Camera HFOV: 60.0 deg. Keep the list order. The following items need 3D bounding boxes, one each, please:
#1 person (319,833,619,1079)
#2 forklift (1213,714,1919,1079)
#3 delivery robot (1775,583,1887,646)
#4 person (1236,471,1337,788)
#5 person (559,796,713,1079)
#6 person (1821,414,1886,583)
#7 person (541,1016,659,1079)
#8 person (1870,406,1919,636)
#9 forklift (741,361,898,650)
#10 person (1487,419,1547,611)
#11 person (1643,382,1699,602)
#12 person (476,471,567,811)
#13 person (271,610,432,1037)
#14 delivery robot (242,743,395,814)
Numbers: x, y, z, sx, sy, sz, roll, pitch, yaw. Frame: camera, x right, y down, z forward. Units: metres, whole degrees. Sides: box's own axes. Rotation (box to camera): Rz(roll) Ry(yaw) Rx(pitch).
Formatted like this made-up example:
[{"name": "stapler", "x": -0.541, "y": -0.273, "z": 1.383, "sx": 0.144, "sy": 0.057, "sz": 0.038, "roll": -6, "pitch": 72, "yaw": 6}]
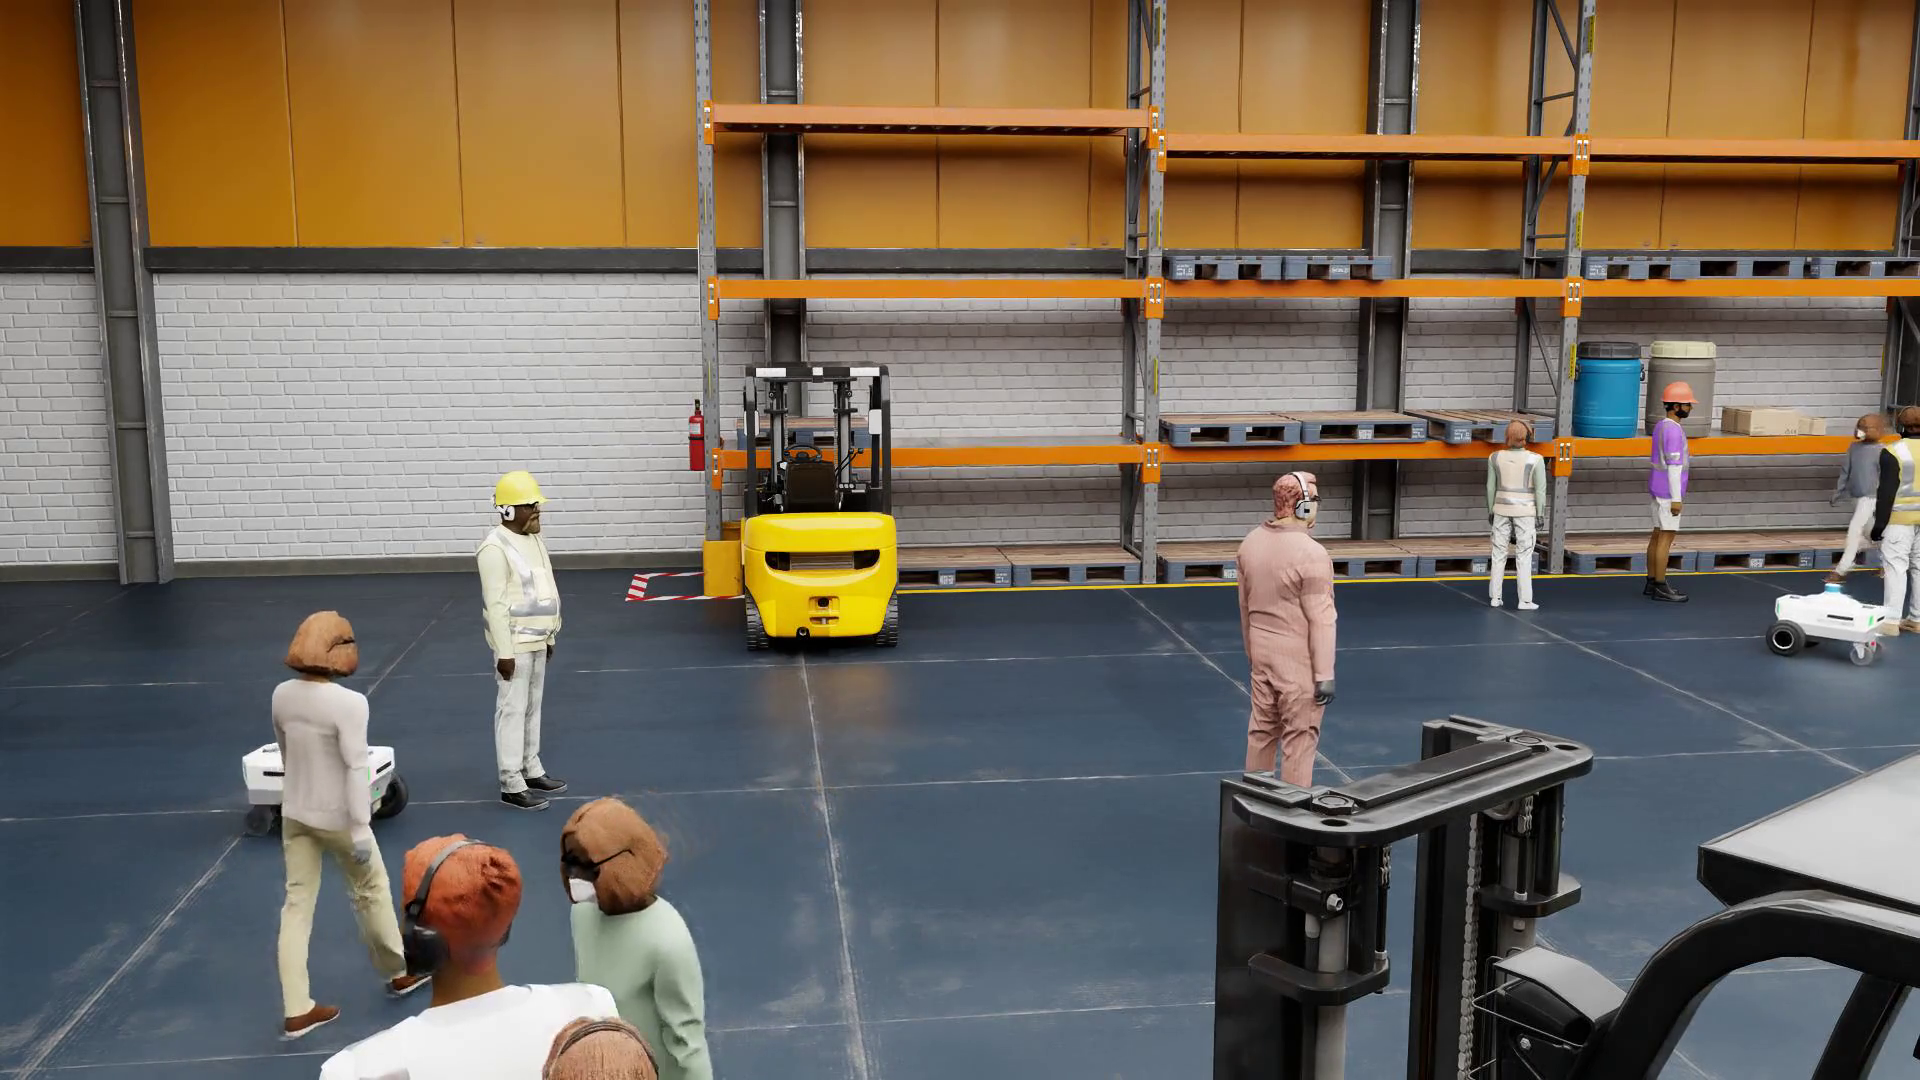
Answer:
[{"name": "person", "x": -0.886, "y": 1.460, "z": 3.101, "sx": 0.575, "sy": 1.883, "sz": 0.355, "roll": -7, "pitch": 12, "yaw": -38}, {"name": "forklift", "x": 1.441, "y": 1.425, "z": 2.350, "sx": 1.214, "sy": 2.155, "sz": 2.313, "roll": -7, "pitch": 12, "yaw": -39}, {"name": "delivery robot", "x": 6.536, "y": 0.571, "z": 12.490, "sx": 0.477, "sy": 0.478, "sz": 0.707, "roll": -9, "pitch": 13, "yaw": -44}, {"name": "person", "x": 1.669, "y": 0.606, "z": 8.355, "sx": 0.410, "sy": 1.909, "sz": 0.643, "roll": -5, "pitch": 10, "yaw": -29}, {"name": "person", "x": -0.754, "y": 1.417, "z": 4.226, "sx": 0.472, "sy": 1.613, "sz": 0.514, "roll": -8, "pitch": 12, "yaw": -40}, {"name": "person", "x": 8.500, "y": -0.394, "z": 15.587, "sx": 0.865, "sy": 1.592, "sz": 0.501, "roll": -1, "pitch": 9, "yaw": -8}, {"name": "person", "x": -0.574, "y": 1.649, "z": 2.804, "sx": 0.526, "sy": 1.596, "sz": 0.768, "roll": -3, "pitch": 10, "yaw": -19}, {"name": "person", "x": 7.554, "y": -0.152, "z": 13.300, "sx": 0.624, "sy": 1.841, "sz": 0.430, "roll": -2, "pitch": 9, "yaw": -15}, {"name": "forklift", "x": -1.154, "y": -0.340, "z": 13.365, "sx": 1.214, "sy": 2.155, "sz": 2.313, "roll": -1, "pitch": 9, "yaw": -7}, {"name": "person", "x": 4.762, "y": -0.209, "z": 14.266, "sx": 0.512, "sy": 1.644, "sz": 0.307, "roll": 7, "pitch": 12, "yaw": 38}, {"name": "person", "x": 6.281, "y": -0.426, "z": 14.697, "sx": 0.354, "sy": 1.939, "sz": 0.545, "roll": 2, "pitch": 9, "yaw": 9}, {"name": "person", "x": -2.368, "y": 0.535, "z": 9.031, "sx": 0.403, "sy": 1.833, "sz": 0.591, "roll": 1, "pitch": 9, "yaw": 7}, {"name": "person", "x": -2.374, "y": 1.055, "z": 6.469, "sx": 0.527, "sy": 1.597, "sz": 0.775, "roll": 5, "pitch": 10, "yaw": 26}, {"name": "delivery robot", "x": -3.314, "y": 1.195, "z": 8.597, "sx": 0.707, "sy": 0.478, "sz": 0.477, "roll": 1, "pitch": 9, "yaw": 6}]
